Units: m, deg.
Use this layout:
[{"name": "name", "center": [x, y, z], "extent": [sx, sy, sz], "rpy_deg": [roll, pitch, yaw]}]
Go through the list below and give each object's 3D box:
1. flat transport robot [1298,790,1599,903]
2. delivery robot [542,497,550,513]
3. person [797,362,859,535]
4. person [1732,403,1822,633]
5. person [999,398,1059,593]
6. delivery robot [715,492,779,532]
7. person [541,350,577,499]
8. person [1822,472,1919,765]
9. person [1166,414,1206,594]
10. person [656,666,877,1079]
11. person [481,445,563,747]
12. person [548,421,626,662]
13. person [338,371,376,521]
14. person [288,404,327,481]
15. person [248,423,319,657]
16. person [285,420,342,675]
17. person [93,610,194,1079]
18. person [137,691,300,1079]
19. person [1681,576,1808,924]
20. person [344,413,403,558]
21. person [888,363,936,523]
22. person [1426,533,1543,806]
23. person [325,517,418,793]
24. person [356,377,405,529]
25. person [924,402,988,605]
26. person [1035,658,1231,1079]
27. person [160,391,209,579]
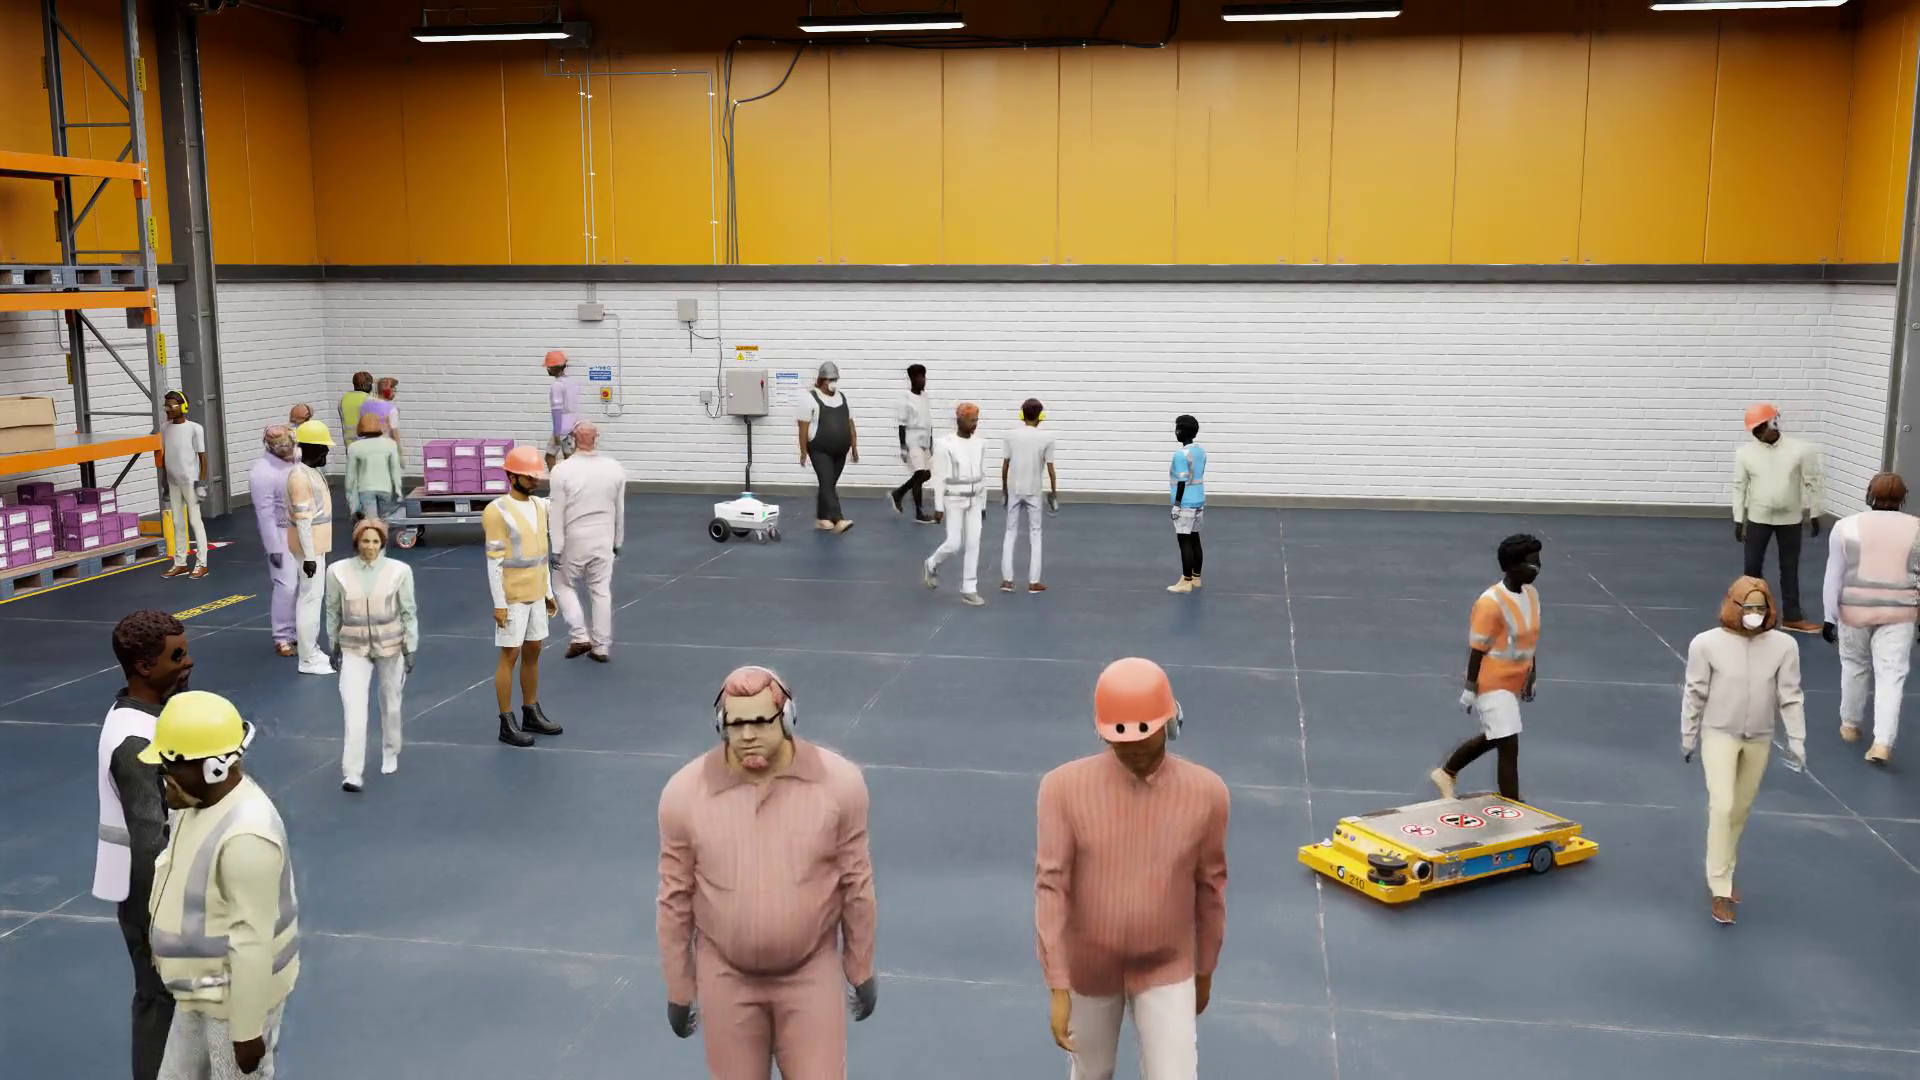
[{"name": "flat transport robot", "center": [2.503, 1.539, 8.492], "extent": [1.431, 0.197, 0.652], "rpy_deg": [-5, 10, -27]}, {"name": "delivery robot", "center": [-4.485, -0.377, 19.214], "extent": [0.707, 0.478, 0.477], "rpy_deg": [-1, 9, -4]}, {"name": "person", "center": [-1.456, -1.083, 19.289], "extent": [0.702, 2.000, 0.984], "rpy_deg": [-8, 12, -39]}, {"name": "person", "center": [6.908, -0.170, 13.964], "extent": [0.786, 1.946, 0.380], "rpy_deg": [4, 10, 26]}, {"name": "person", "center": [0.642, -0.414, 15.722], "extent": [0.602, 1.849, 0.478], "rpy_deg": [2, 9, 11]}, {"name": "delivery robot", "center": [-2.400, -0.297, 18.718], "extent": [0.707, 0.478, 0.477], "rpy_deg": [5, 10, 26]}, {"name": "person", "center": [-5.232, -1.457, 21.684], "extent": [0.580, 2.020, 0.702], "rpy_deg": [2, 9, 12]}, {"name": "person", "center": [5.756, 0.469, 10.421], "extent": [0.637, 1.798, 0.972], "rpy_deg": [4, 10, 24]}, {"name": "person", "center": [2.143, -0.339, 15.741], "extent": [0.316, 1.693, 0.542], "rpy_deg": [5, 11, 30]}, {"name": "person", "center": [-0.578, 1.298, 4.987], "extent": [0.666, 1.884, 0.436], "rpy_deg": [-1, 9, -5]}, {"name": "person", "center": [-2.805, 0.348, 10.740], "extent": [0.370, 1.935, 0.543], "rpy_deg": [5, 10, 26]}, {"name": "person", "center": [-2.915, 0.018, 12.926], "extent": [0.670, 1.887, 0.449], "rpy_deg": [-8, 12, -40]}, {"name": "person", "center": [-7.223, -1.125, 20.193], "extent": [0.623, 1.838, 0.427], "rpy_deg": [4, 10, 24]}, {"name": "person", "center": [-7.124, -0.662, 17.987], "extent": [0.520, 1.622, 0.408], "rpy_deg": [-1, 9, -5]}, {"name": "person", "center": [-5.307, -0.021, 13.283], "extent": [0.394, 1.864, 0.841], "rpy_deg": [1, 9, 6]}, {"name": "person", "center": [-4.887, 0.051, 12.610], "extent": [0.385, 1.922, 0.594], "rpy_deg": [-2, 9, -14]}, {"name": "person", "center": [-2.715, 1.179, 5.630], "extent": [0.384, 1.918, 0.596], "rpy_deg": [-4, 10, -24]}, {"name": "person", "center": [-2.208, 1.330, 5.000], "extent": [0.416, 1.816, 0.612], "rpy_deg": [-7, 11, -35]}, {"name": "person", "center": [3.700, 0.981, 7.808], "extent": [0.503, 1.610, 0.673], "rpy_deg": [0, 9, 2]}, {"name": "person", "center": [-6.001, -0.493, 16.939], "extent": [0.528, 1.600, 0.739], "rpy_deg": [-7, 11, -36]}, {"name": "person", "center": [-0.578, -1.183, 20.205], "extent": [0.705, 1.942, 0.622], "rpy_deg": [6, 11, 33]}, {"name": "person", "center": [2.885, 0.760, 9.032], "extent": [0.547, 1.664, 0.805], "rpy_deg": [-8, 12, -42]}, {"name": "person", "center": [-3.456, 0.670, 9.777], "extent": [0.519, 1.587, 0.864], "rpy_deg": [-2, 9, -14]}, {"name": "person", "center": [-6.779, -0.997, 19.452], "extent": [0.580, 1.816, 0.474], "rpy_deg": [6, 11, 35]}, {"name": "person", "center": [-0.020, -0.349, 15.282], "extent": [0.578, 1.859, 0.674], "rpy_deg": [-6, 11, -34]}, {"name": "person", "center": [0.515, 1.287, 4.979], "extent": [0.587, 1.925, 1.026], "rpy_deg": [0, 9, 1]}, {"name": "person", "center": [-7.708, -0.547, 16.485], "extent": [0.517, 1.874, 0.328], "rpy_deg": [3, 10, 16]}]
